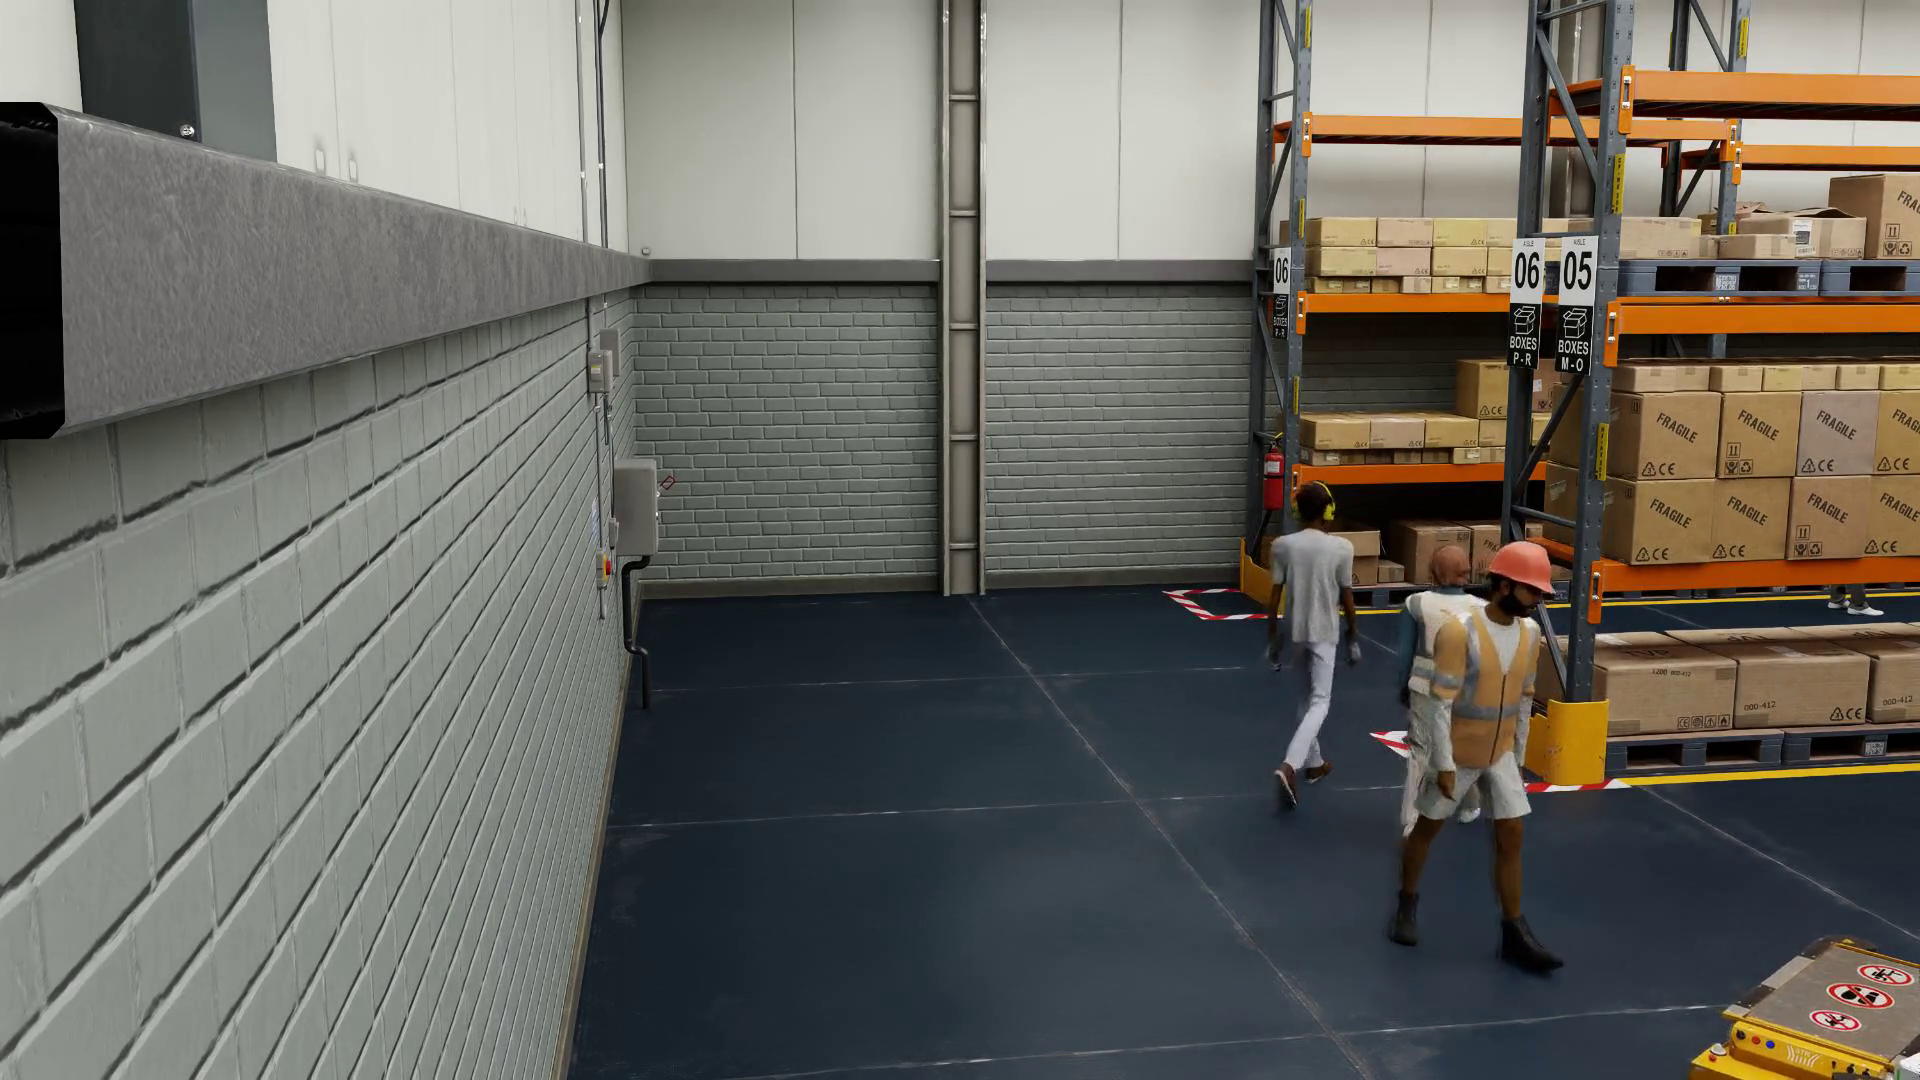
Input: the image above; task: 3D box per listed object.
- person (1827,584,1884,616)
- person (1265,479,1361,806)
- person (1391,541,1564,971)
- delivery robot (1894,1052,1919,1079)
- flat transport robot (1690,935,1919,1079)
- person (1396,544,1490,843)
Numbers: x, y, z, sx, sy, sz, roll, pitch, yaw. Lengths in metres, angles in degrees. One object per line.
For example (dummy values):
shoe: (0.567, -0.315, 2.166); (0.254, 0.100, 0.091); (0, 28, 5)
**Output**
person: (7.973, -0.287, 14.647); (0.388, 1.918, 0.582); (-2, 9, -11)
person: (2.003, 0.574, 9.597); (0.517, 1.842, 0.892); (7, 12, 37)
person: (2.267, 0.925, 7.310); (0.577, 1.890, 0.753); (-3, 10, -20)
delivery robot: (3.462, 1.816, 5.578); (0.707, 0.478, 0.477); (-6, 11, -32)
flat transport robot: (3.439, 1.871, 6.401); (1.431, 0.197, 0.652); (-9, 13, -43)
person: (2.570, 0.815, 8.866); (0.520, 1.590, 0.870); (5, 11, 30)
